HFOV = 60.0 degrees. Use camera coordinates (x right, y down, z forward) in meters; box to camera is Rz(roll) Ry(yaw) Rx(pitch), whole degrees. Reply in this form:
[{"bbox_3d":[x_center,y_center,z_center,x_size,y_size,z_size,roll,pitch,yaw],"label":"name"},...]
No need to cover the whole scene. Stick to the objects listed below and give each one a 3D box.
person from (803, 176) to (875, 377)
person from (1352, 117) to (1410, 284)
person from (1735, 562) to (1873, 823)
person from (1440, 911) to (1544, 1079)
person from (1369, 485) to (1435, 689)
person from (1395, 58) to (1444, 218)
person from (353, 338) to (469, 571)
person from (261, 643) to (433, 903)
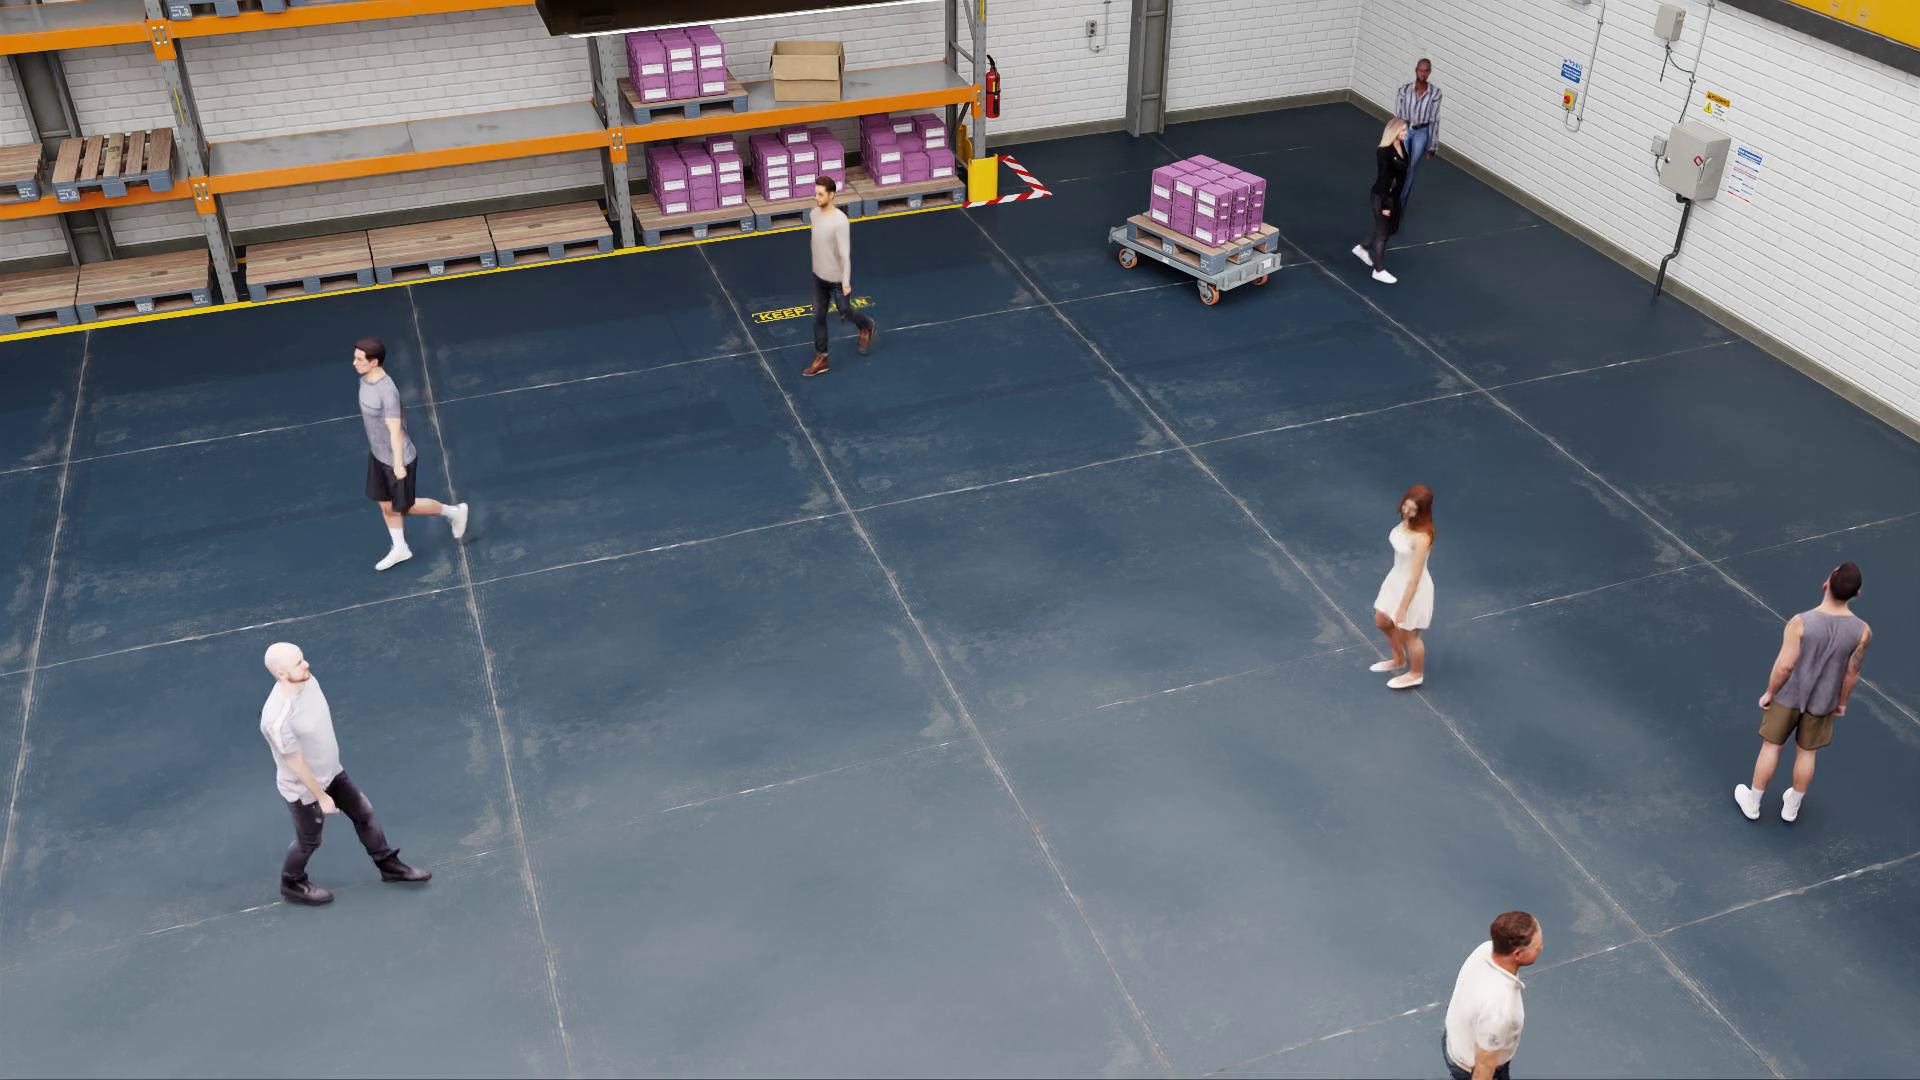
[{"bbox_3d":[-1.098,-2.407,15.018,1.018,1.843,1.216,25,41,32],"label":"person"},{"bbox_3d":[4.214,-3.429,16.709,0.907,1.672,0.873,24,40,31],"label":"person"},{"bbox_3d":[5.066,0.919,9.962,0.674,1.845,0.793,7,34,10],"label":"person"},{"bbox_3d":[2.320,2.414,7.763,0.830,1.845,0.807,8,34,12],"label":"person"},{"bbox_3d":[3.042,0.318,11.076,0.697,1.668,0.633,2,34,3],"label":"person"},{"bbox_3d":[4.887,-4.346,18.000,0.974,1.771,0.985,7,34,10],"label":"person"},{"bbox_3d":[-4.140,-0.665,12.387,1.102,1.853,0.899,-27,42,-34],"label":"person"},{"bbox_3d":[-3.721,1.362,9.386,1.180,1.800,0.968,3,34,5],"label":"person"}]
